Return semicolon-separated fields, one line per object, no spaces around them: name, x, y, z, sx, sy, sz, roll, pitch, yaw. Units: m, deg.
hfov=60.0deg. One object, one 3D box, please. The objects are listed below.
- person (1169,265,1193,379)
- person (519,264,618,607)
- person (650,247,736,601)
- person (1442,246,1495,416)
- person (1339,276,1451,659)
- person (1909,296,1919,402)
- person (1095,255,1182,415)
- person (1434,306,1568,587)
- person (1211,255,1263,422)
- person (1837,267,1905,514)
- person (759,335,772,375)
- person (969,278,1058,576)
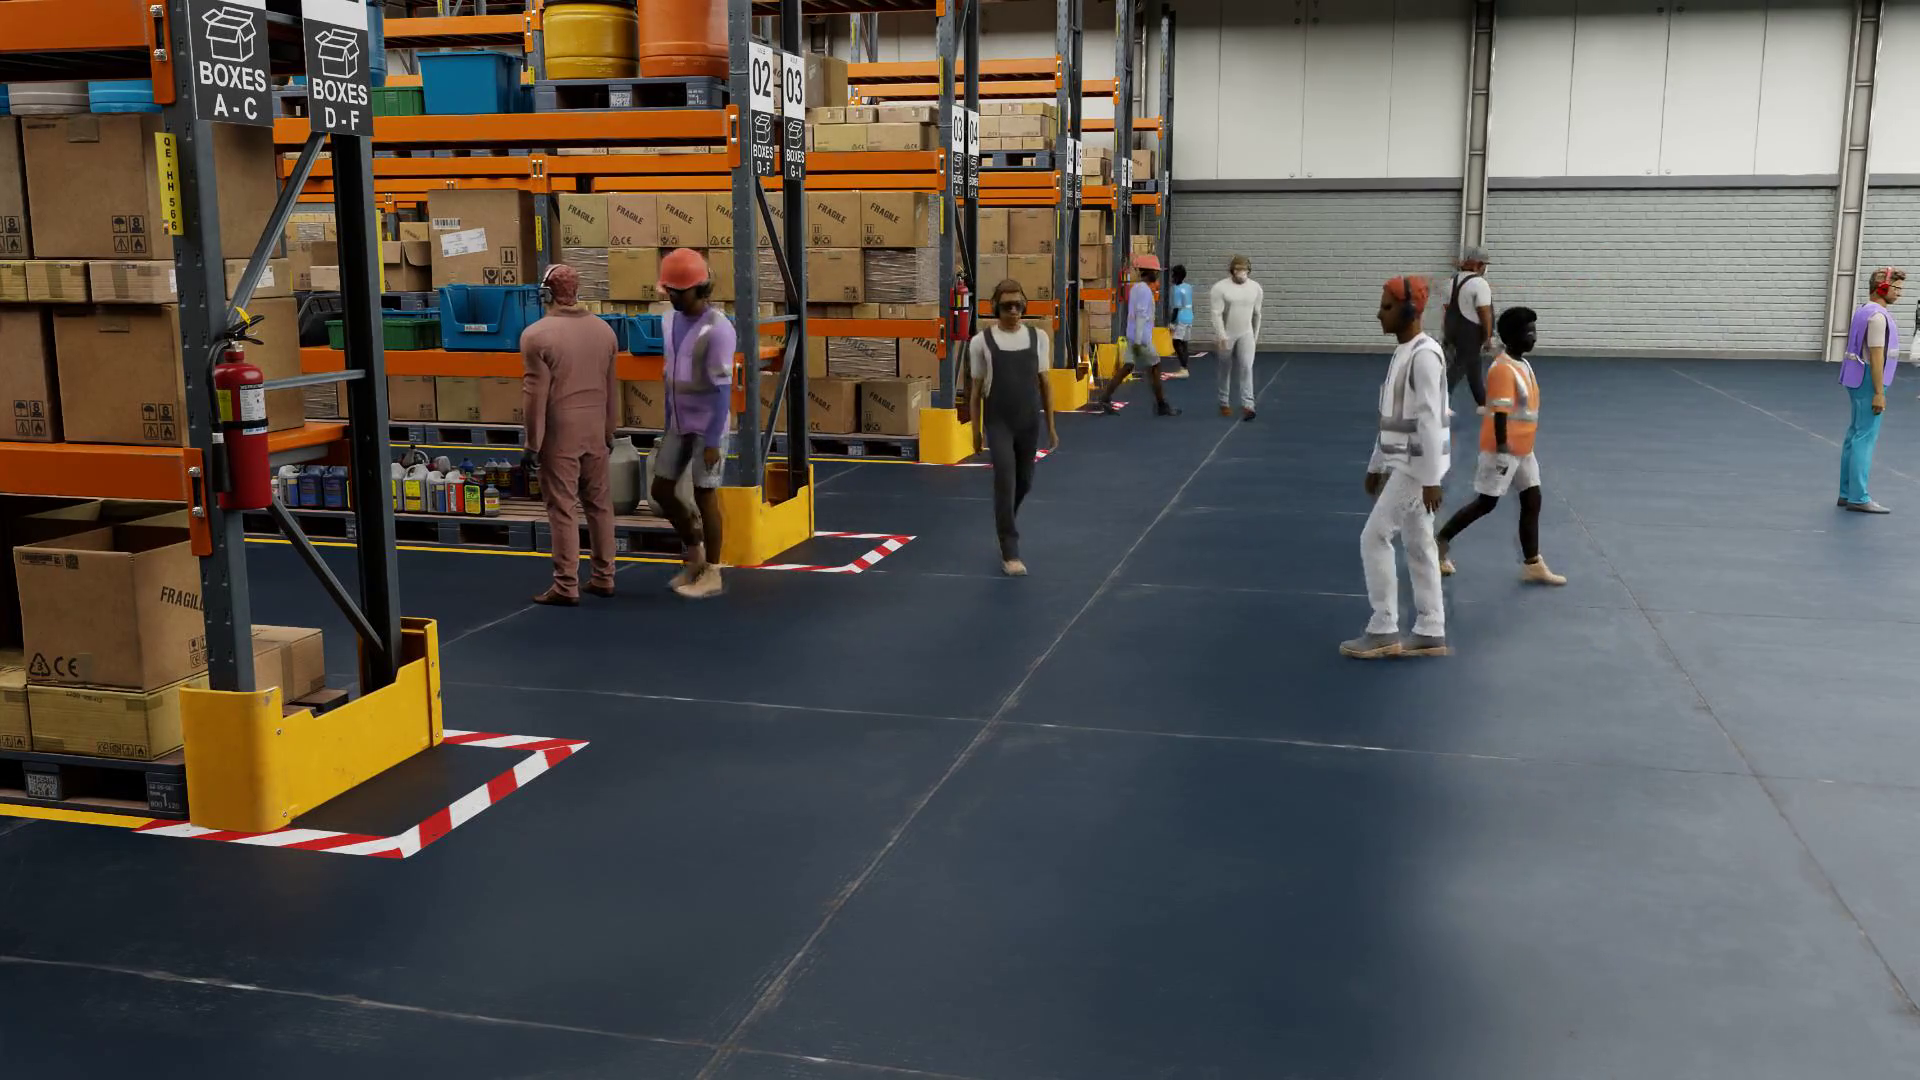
person;3.258;-3.195;24.475;0.358;1.675;0.617;5;11;25
person;-2.212;-0.583;9.337;0.399;1.909;0.642;8;13;36
person;-1.515;-0.627;9.327;0.511;1.996;0.703;-10;14;-43
person;5.918;-2.456;19.348;1.036;2.000;0.682;-2;11;-13
person;2.105;-0.341;8.103;0.688;1.862;0.611;1;10;7
person;12.324;-2.645;20.975;0.468;1.828;0.656;-3;11;-16
person;2.058;-2.371;19.342;1.001;1.885;0.548;-2;10;-9
person;3.200;-0.563;9.905;0.816;1.663;0.536;7;13;35
person;3.145;-2.296;18.946;0.618;1.868;1.109;-1;10;-3
person;6.854;-1.129;12.555;0.390;1.839;0.564;3;11;16
person;-2.170;-2.063;17.653;0.757;1.859;0.620;4;11;19
person;0.299;-0.729;10.424;0.523;1.817;0.869;-3;11;-18
